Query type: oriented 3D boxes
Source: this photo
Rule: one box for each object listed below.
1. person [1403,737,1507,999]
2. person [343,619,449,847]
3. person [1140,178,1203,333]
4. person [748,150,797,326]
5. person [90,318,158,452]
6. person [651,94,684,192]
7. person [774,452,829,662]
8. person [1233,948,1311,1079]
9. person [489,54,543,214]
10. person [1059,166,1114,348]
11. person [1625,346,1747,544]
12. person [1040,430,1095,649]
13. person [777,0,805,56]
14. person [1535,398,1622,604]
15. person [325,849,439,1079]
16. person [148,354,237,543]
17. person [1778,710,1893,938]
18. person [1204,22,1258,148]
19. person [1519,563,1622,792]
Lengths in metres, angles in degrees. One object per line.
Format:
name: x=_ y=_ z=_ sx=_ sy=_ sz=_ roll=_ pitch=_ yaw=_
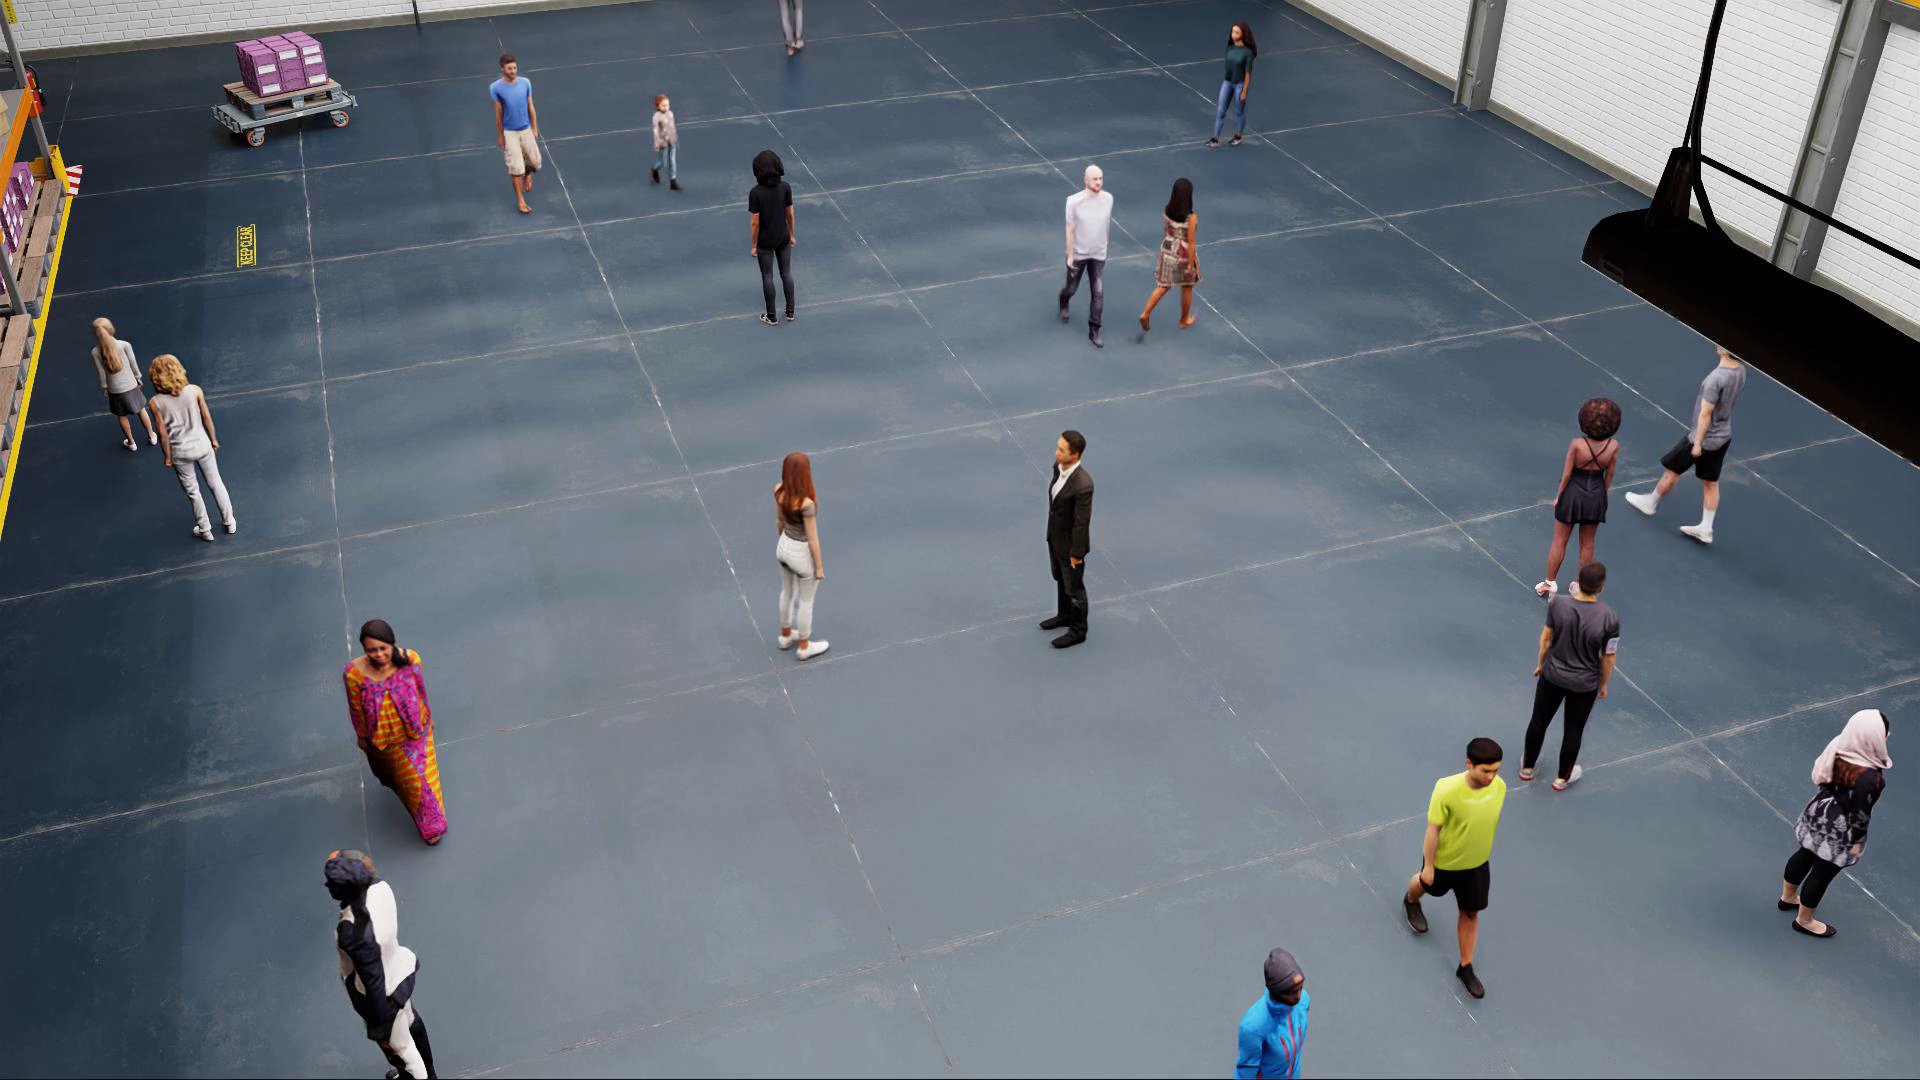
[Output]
person: x=2.877 y=1.784 z=9.776 sx=0.763 sy=1.667 sz=1.128 roll=-6 pitch=34 yaw=-9
person: x=-3.644 y=1.163 z=10.723 sx=0.703 sy=1.653 sz=1.077 roll=-15 pitch=37 yaw=-22
person: x=2.120 y=-2.824 z=16.750 sx=1.037 sy=1.621 sz=0.976 roll=29 pitch=43 yaw=36
person: x=-1.908 y=-3.083 z=16.946 sx=0.667 sy=1.835 sz=0.561 roll=-16 pitch=37 yaw=-23
person: x=-7.529 y=-1.408 z=14.930 sx=0.558 sy=1.277 sz=0.579 roll=-20 pitch=39 yaw=-28
person: x=-3.593 y=-4.832 z=20.167 sx=0.798 sy=1.183 sz=0.663 roll=29 pitch=43 yaw=36
person: x=-1.207 y=0.118 z=12.236 sx=0.584 sy=1.719 sz=0.715 roll=28 pitch=43 yaw=36
person: x=1.512 y=2.698 z=8.287 sx=0.678 sy=1.794 sz=0.665 roll=-26 pitch=42 yaw=-33
person: x=-5.248 y=-4.837 z=19.581 sx=0.730 sy=1.840 sz=0.959 roll=-15 pitch=36 yaw=-21
person: x=1.239 y=-2.900 z=16.695 sx=0.718 sy=1.809 sz=1.124 roll=-8 pitch=34 yaw=-12
person: x=6.160 y=-0.796 z=13.501 sx=0.836 sy=1.839 sz=1.128 roll=-20 pitch=39 yaw=-27
person: x=0.822 y=-0.027 z=12.379 sx=0.737 sy=1.801 sz=0.464 roll=-12 pitch=36 yaw=-18
person: x=-2.531 y=-8.102 z=24.418 sx=0.839 sy=1.922 sz=0.900 roll=2 pitch=34 yaw=3
person: x=4.778 y=-0.292 z=12.788 sx=0.623 sy=1.790 sz=0.638 roll=1 pitch=34 yaw=1
person: x=-3.020 y=2.346 z=8.726 sx=0.790 sy=1.893 sz=0.601 roll=-4 pitch=34 yaw=-7
person: x=-6.295 y=-0.754 z=13.591 sx=0.656 sy=1.670 sz=0.639 roll=-23 pitch=40 yaw=-30
person: x=5.249 y=1.673 z=9.969 sx=0.770 sy=1.638 sz=0.663 roll=-1 pitch=34 yaw=-1
person: x=3.590 y=-5.839 z=21.307 sx=0.944 sy=1.598 sz=0.904 roll=27 pitch=42 yaw=34
person: x=4.033 y=0.901 z=11.017 sx=0.684 sy=1.764 sz=0.775 roll=19 pitch=38 yaw=27
